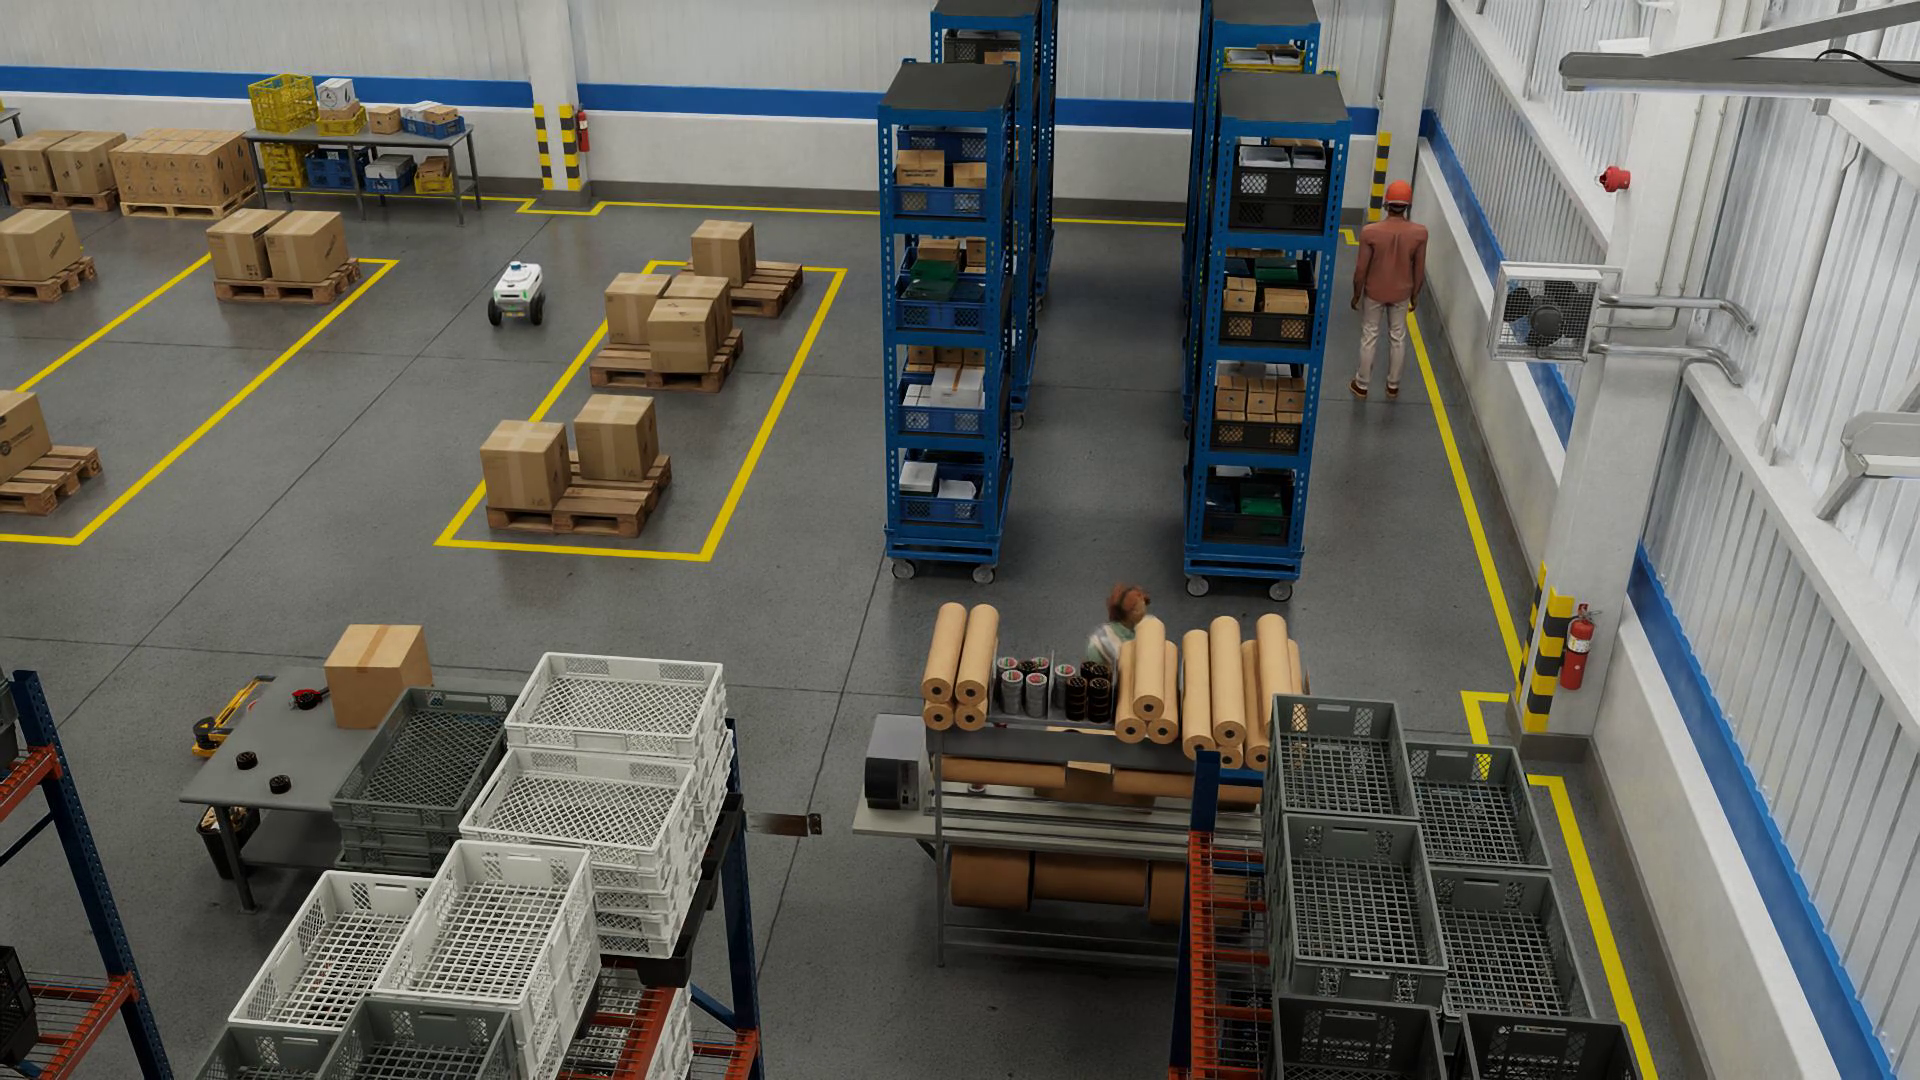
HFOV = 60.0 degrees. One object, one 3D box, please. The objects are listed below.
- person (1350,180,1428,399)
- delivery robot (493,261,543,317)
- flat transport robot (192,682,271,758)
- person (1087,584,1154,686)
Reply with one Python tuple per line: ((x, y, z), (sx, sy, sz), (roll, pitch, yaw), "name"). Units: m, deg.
((3.773, -2.205, 14.732), (0.613, 1.995, 0.391), (1, 30, 2), "person")
((-4.422, -2.548, 16.652), (0.477, 0.478, 0.707), (0, 30, 0), "delivery robot")
((-4.089, 1.163, 10.648), (1.431, 0.197, 0.652), (3, 30, 6), "flat transport robot")
((0.919, 0.964, 9.669), (0.532, 1.642, 0.500), (-21, 36, -31), "person")
